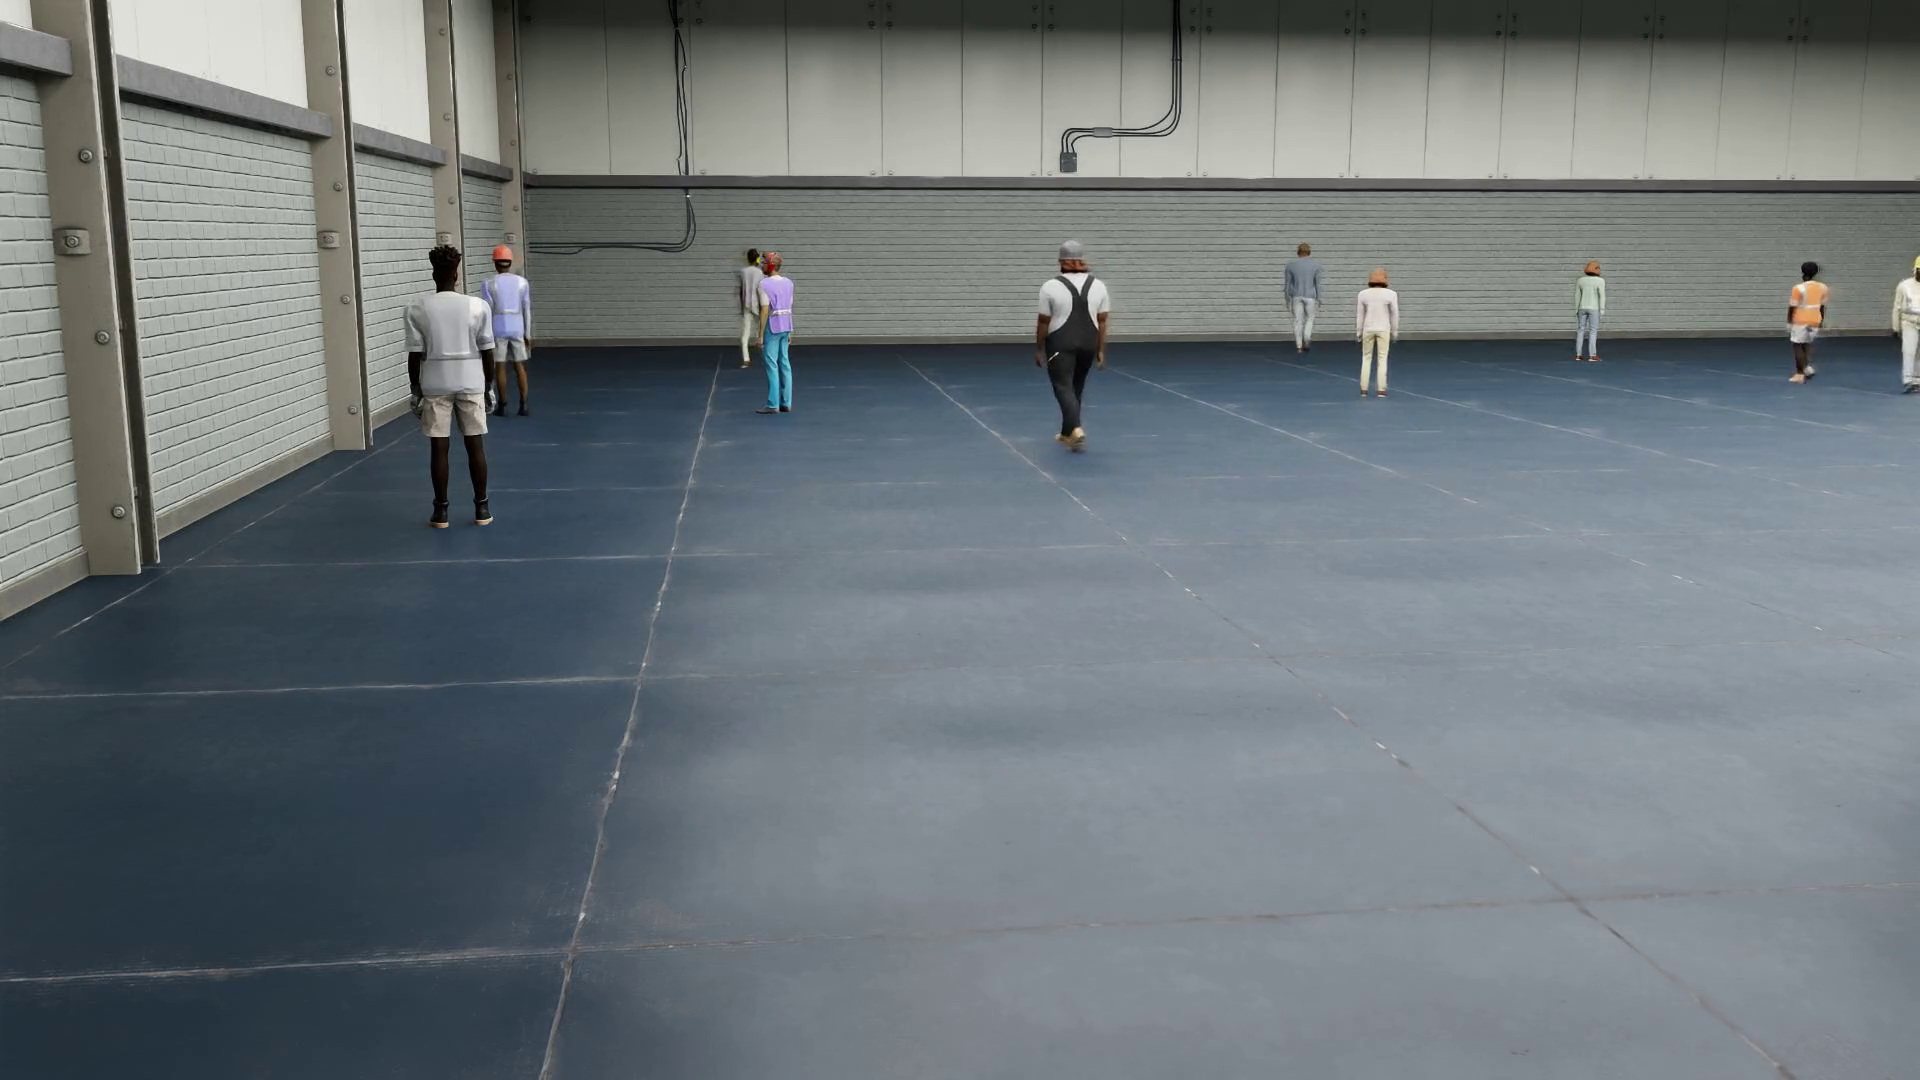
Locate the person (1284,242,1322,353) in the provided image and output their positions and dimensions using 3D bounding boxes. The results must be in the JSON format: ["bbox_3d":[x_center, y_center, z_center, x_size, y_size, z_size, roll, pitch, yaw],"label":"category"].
[{"bbox_3d":[6.018,-4.250,29.190,0.661,1.919,0.624,3,11,14],"label":"person"}]

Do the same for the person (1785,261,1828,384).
[{"bbox_3d":[11.697,-3.009,23.035,0.554,1.674,0.381,-2,11,-11],"label":"person"}]

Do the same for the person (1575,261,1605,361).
[{"bbox_3d":[10.330,-3.756,27.280,0.269,1.632,0.505,-9,14,-40],"label":"person"}]

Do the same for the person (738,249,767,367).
[{"bbox_3d":[-3.222,-3.642,26.159,0.516,1.823,0.946,3,11,15],"label":"person"}]

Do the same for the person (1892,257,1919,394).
[{"bbox_3d":[12.360,-2.760,21.395,0.602,1.775,0.960,4,11,20],"label":"person"}]

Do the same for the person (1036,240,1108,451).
[{"bbox_3d":[1.074,-1.883,15.893,0.686,2.000,0.956,-4,11,-19],"label":"person"}]

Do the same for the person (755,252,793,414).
[{"bbox_3d":[-2.114,-2.366,19.067,0.377,1.847,0.570,6,12,32],"label":"person"}]

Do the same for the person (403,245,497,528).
[{"bbox_3d":[-3.546,-1.064,11.612,0.606,1.966,0.367,-4,11,-22],"label":"person"}]

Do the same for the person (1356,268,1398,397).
[{"bbox_3d":[5.288,-2.631,21.116,0.509,1.632,0.266,5,11,25],"label":"person"}]

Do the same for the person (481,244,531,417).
[{"bbox_3d":[-5.127,-2.357,18.779,0.551,1.935,0.370,-7,12,-33],"label":"person"}]
